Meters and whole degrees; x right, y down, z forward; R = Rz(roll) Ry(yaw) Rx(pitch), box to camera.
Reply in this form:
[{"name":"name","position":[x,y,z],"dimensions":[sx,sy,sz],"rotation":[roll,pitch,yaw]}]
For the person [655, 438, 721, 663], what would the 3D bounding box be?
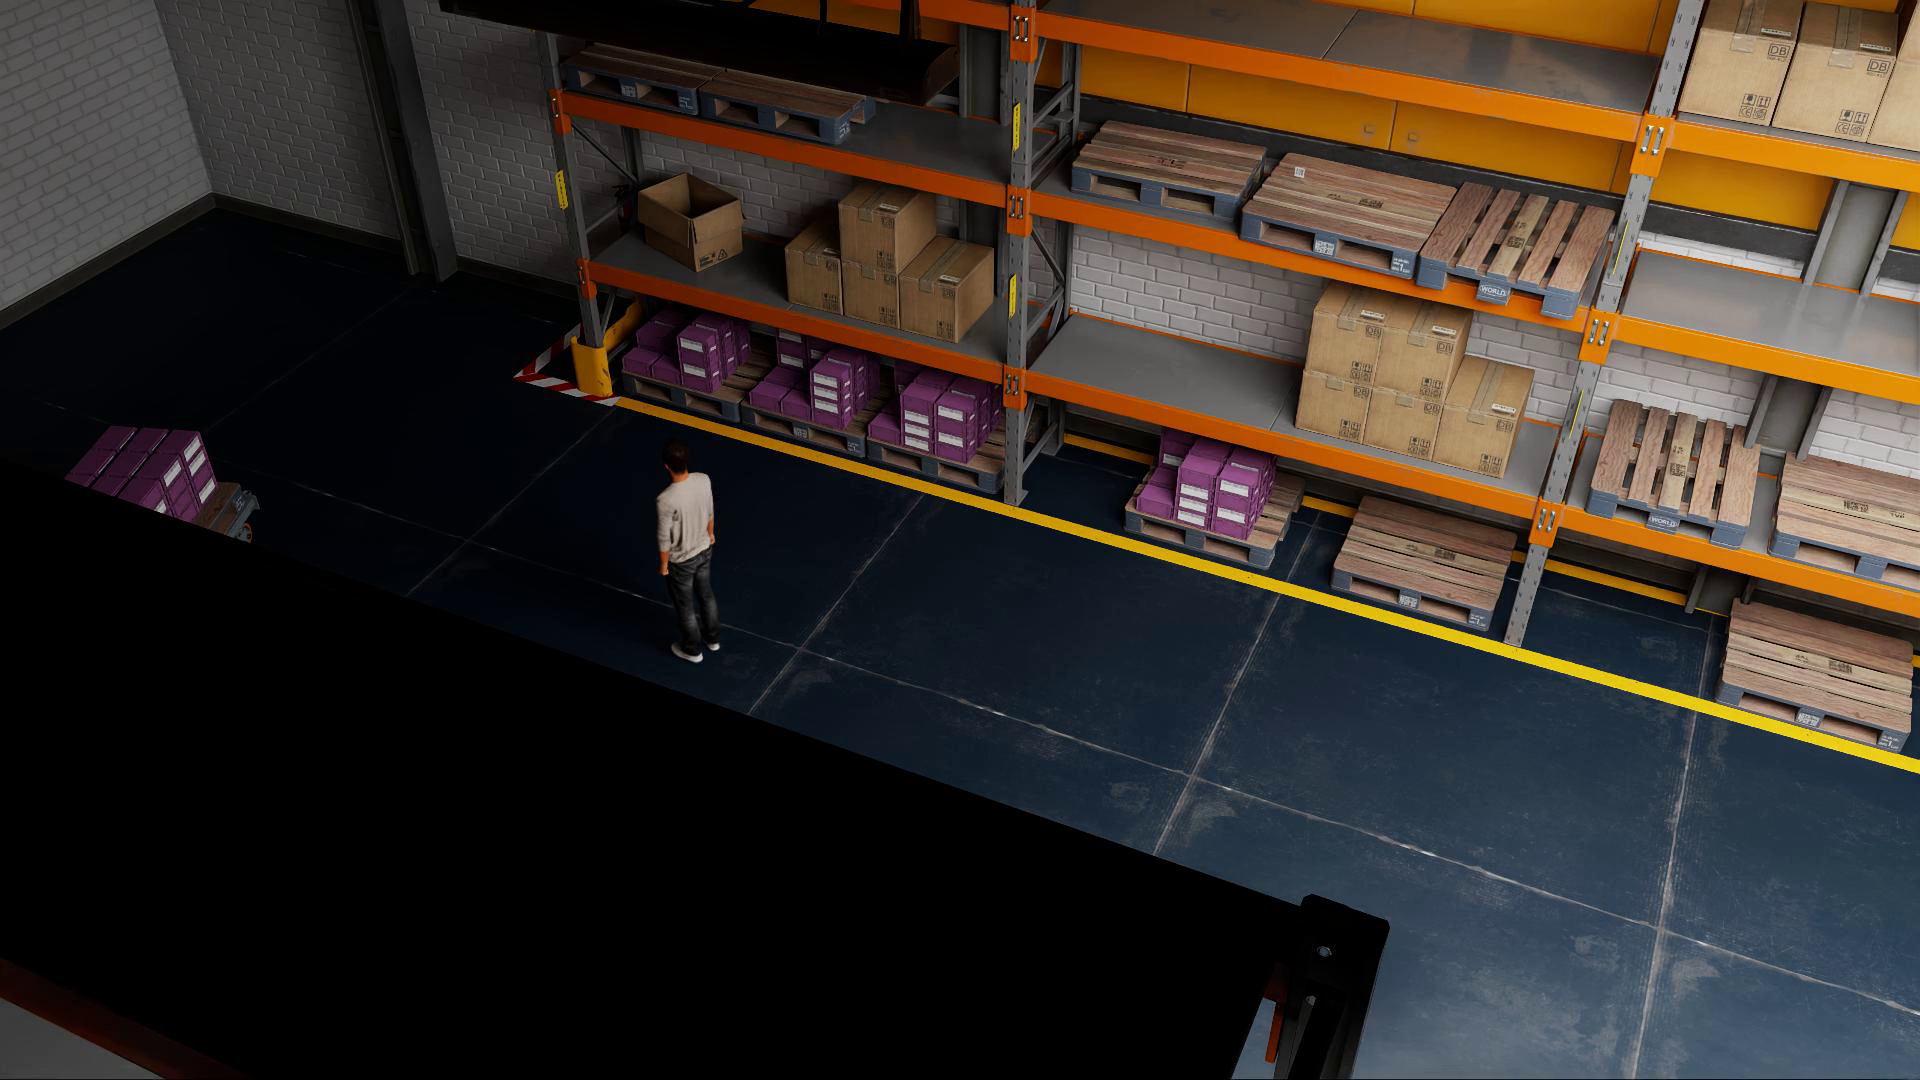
[{"name":"person","position":[-1.875,0.086,11.570],"dimensions":[0.631,1.805,0.705],"rotation":[27,46,29]}]
